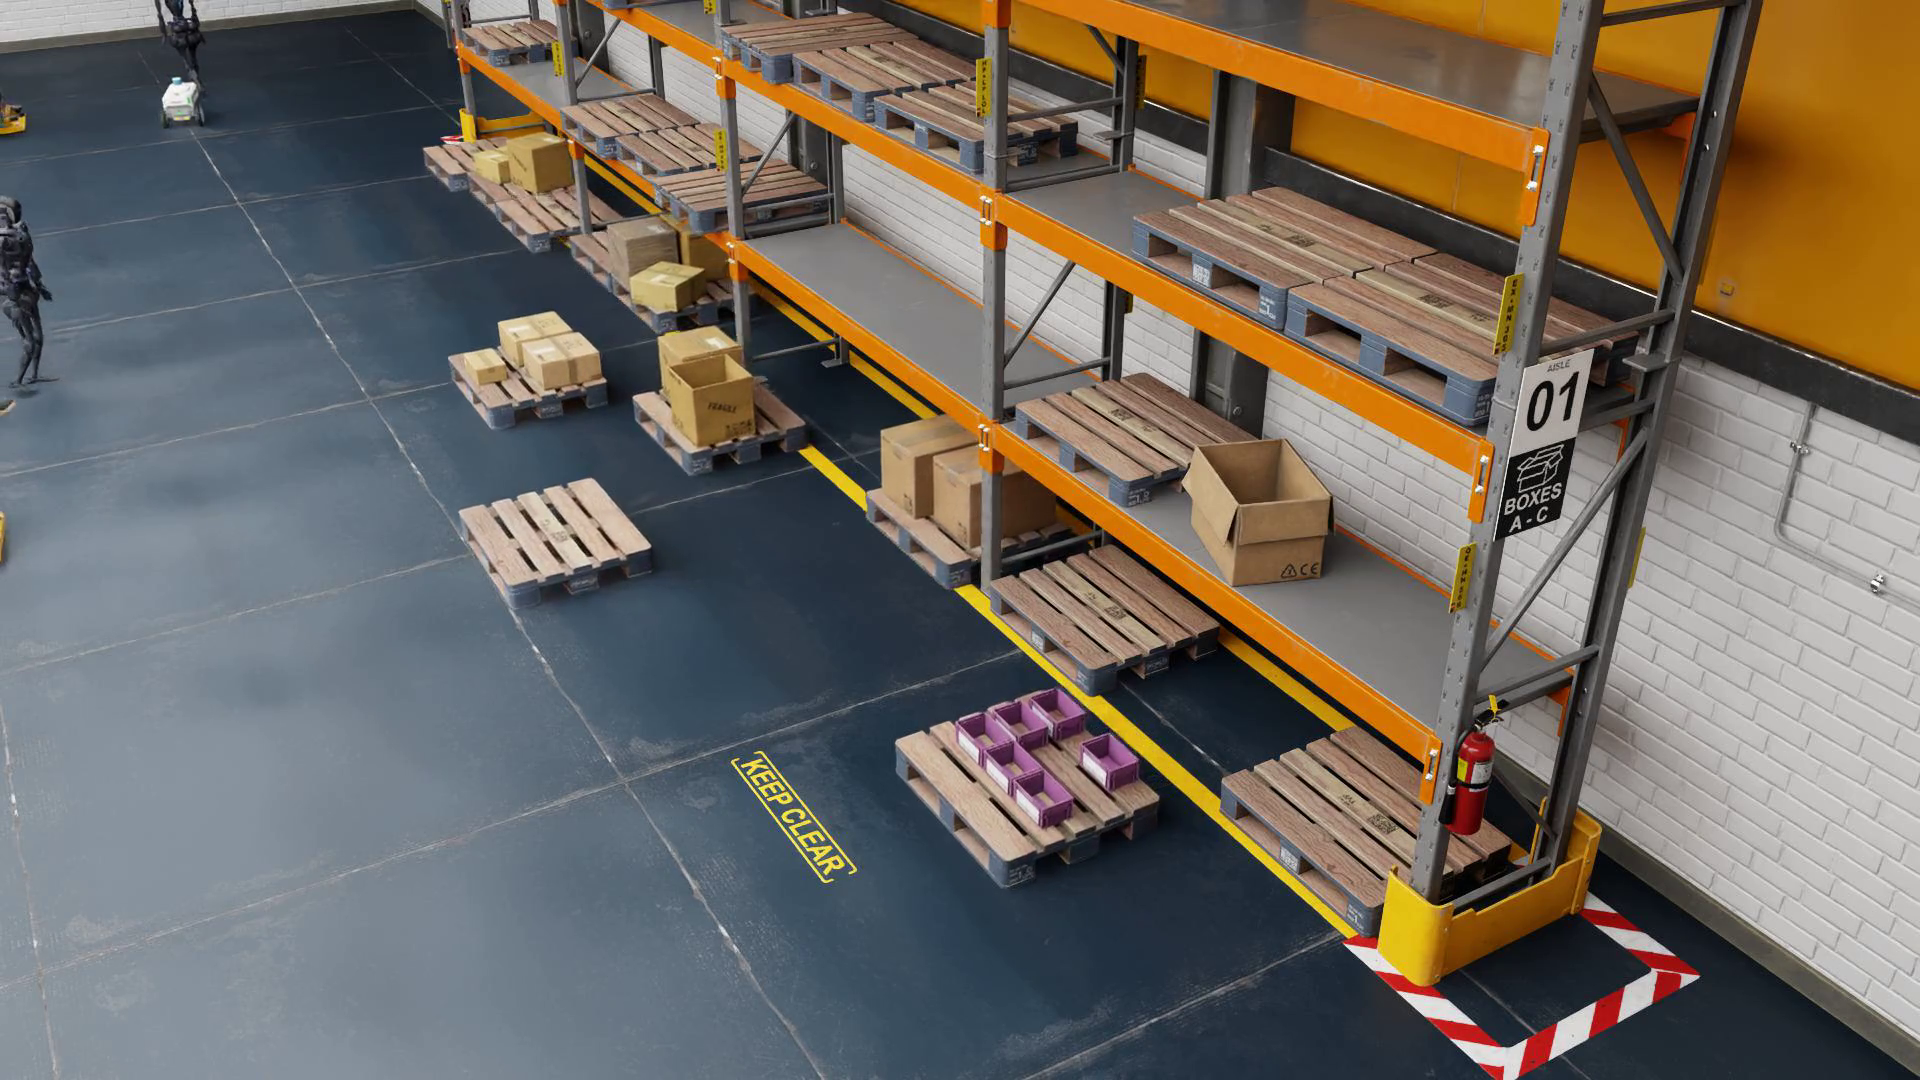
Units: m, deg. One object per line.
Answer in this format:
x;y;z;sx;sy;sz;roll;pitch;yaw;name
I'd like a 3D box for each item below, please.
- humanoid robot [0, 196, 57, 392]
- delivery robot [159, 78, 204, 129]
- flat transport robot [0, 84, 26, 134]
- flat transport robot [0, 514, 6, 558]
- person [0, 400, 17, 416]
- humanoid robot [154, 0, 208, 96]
-7.844;-2.060;13.856;0.419;1.642;0.591;-3;30;-6;humanoid robot
-9.912;-5.567;21.178;0.499;0.603;0.803;-8;30;-13;delivery robot
-12.494;-5.190;20.794;1.431;0.231;0.659;-13;32;-22;flat transport robot
-7.420;0.089;11.474;1.431;0.231;0.659;-12;32;-20;flat transport robot
-8.073;-1.685;12.927;0.961;1.921;0.628;-11;31;-19;person
-10.380;-6.774;22.217;0.694;1.652;0.591;20;35;31;humanoid robot
